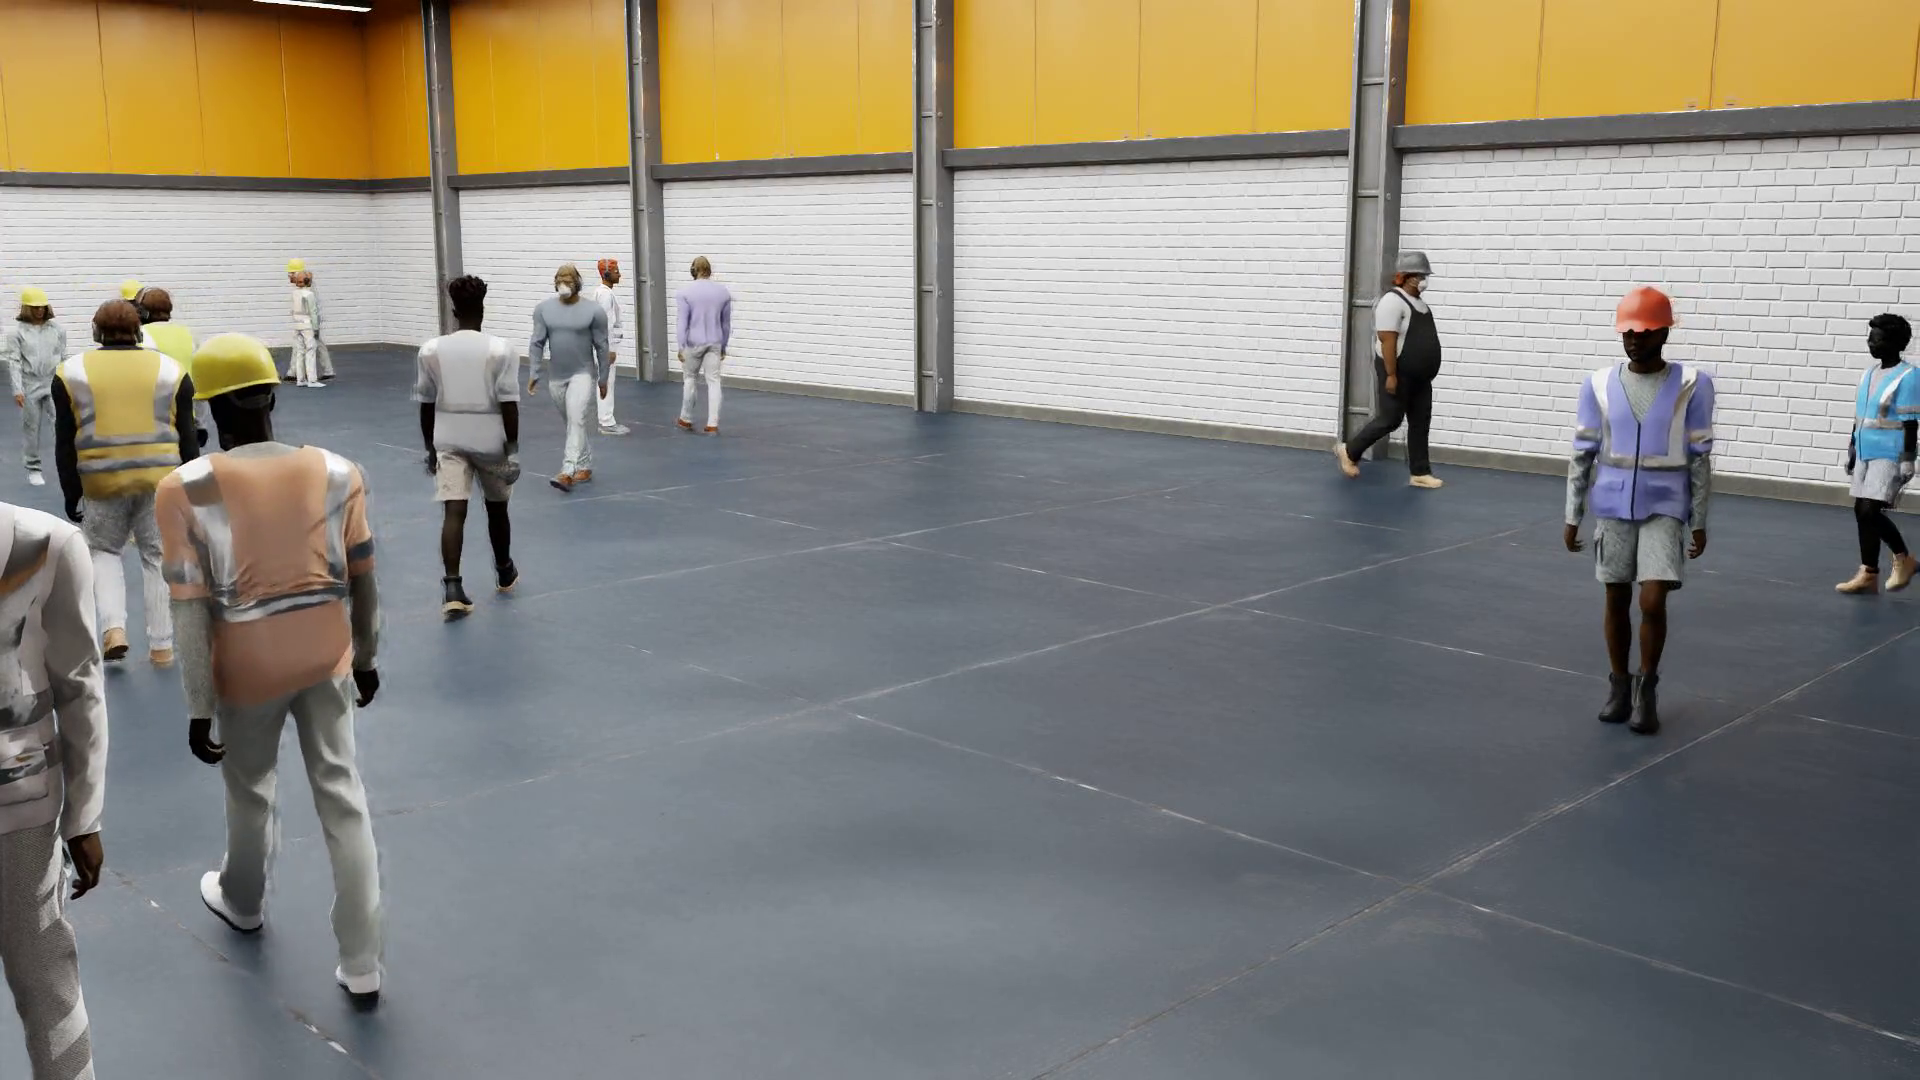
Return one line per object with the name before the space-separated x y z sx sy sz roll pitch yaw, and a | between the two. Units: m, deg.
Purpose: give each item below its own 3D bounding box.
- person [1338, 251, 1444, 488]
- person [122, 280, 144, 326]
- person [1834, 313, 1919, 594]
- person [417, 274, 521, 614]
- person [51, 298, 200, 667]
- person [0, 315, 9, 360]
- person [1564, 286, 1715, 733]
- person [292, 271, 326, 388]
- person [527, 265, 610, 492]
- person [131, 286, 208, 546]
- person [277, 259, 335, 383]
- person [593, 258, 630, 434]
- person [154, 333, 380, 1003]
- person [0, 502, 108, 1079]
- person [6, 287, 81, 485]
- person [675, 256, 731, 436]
person | 3.714 -1.471 14.164 0.831 2.000 0.687 10 14 43
person | -7.218 -1.436 14.777 0.648 1.733 0.606 -9 14 -41
person | 5.406 -0.489 9.780 0.375 1.680 0.545 -1 10 -3
person | -2.815 -0.560 9.567 0.615 1.911 1.063 0 10 0
person | -4.077 -0.267 8.186 0.638 1.824 0.442 -5 12 -27
person | -14.422 -3.224 24.858 0.516 1.616 0.566 9 14 40
person | 2.894 -0.122 7.147 0.567 1.913 0.581 7 12 33
person | -9.176 -2.951 23.350 0.527 1.635 0.310 8 13 37
person | -3.289 -1.362 14.012 0.628 1.882 1.039 2 11 10
person | -5.290 -0.788 11.104 0.932 1.804 0.623 4 11 19
person | -9.512 -3.150 24.024 0.870 1.779 0.621 -3 11 -14
person | -3.782 -2.080 17.918 0.361 1.882 0.575 -3 11 -15
person | -1.959 0.342 4.779 0.623 1.856 1.045 -9 14 -41
person | -2.068 0.572 3.446 0.573 1.887 0.356 -2 11 -9
person | -7.751 -1.282 14.066 0.811 1.696 0.495 9 14 42
person | -2.808 -2.097 17.945 0.657 1.899 0.934 -6 12 -29
